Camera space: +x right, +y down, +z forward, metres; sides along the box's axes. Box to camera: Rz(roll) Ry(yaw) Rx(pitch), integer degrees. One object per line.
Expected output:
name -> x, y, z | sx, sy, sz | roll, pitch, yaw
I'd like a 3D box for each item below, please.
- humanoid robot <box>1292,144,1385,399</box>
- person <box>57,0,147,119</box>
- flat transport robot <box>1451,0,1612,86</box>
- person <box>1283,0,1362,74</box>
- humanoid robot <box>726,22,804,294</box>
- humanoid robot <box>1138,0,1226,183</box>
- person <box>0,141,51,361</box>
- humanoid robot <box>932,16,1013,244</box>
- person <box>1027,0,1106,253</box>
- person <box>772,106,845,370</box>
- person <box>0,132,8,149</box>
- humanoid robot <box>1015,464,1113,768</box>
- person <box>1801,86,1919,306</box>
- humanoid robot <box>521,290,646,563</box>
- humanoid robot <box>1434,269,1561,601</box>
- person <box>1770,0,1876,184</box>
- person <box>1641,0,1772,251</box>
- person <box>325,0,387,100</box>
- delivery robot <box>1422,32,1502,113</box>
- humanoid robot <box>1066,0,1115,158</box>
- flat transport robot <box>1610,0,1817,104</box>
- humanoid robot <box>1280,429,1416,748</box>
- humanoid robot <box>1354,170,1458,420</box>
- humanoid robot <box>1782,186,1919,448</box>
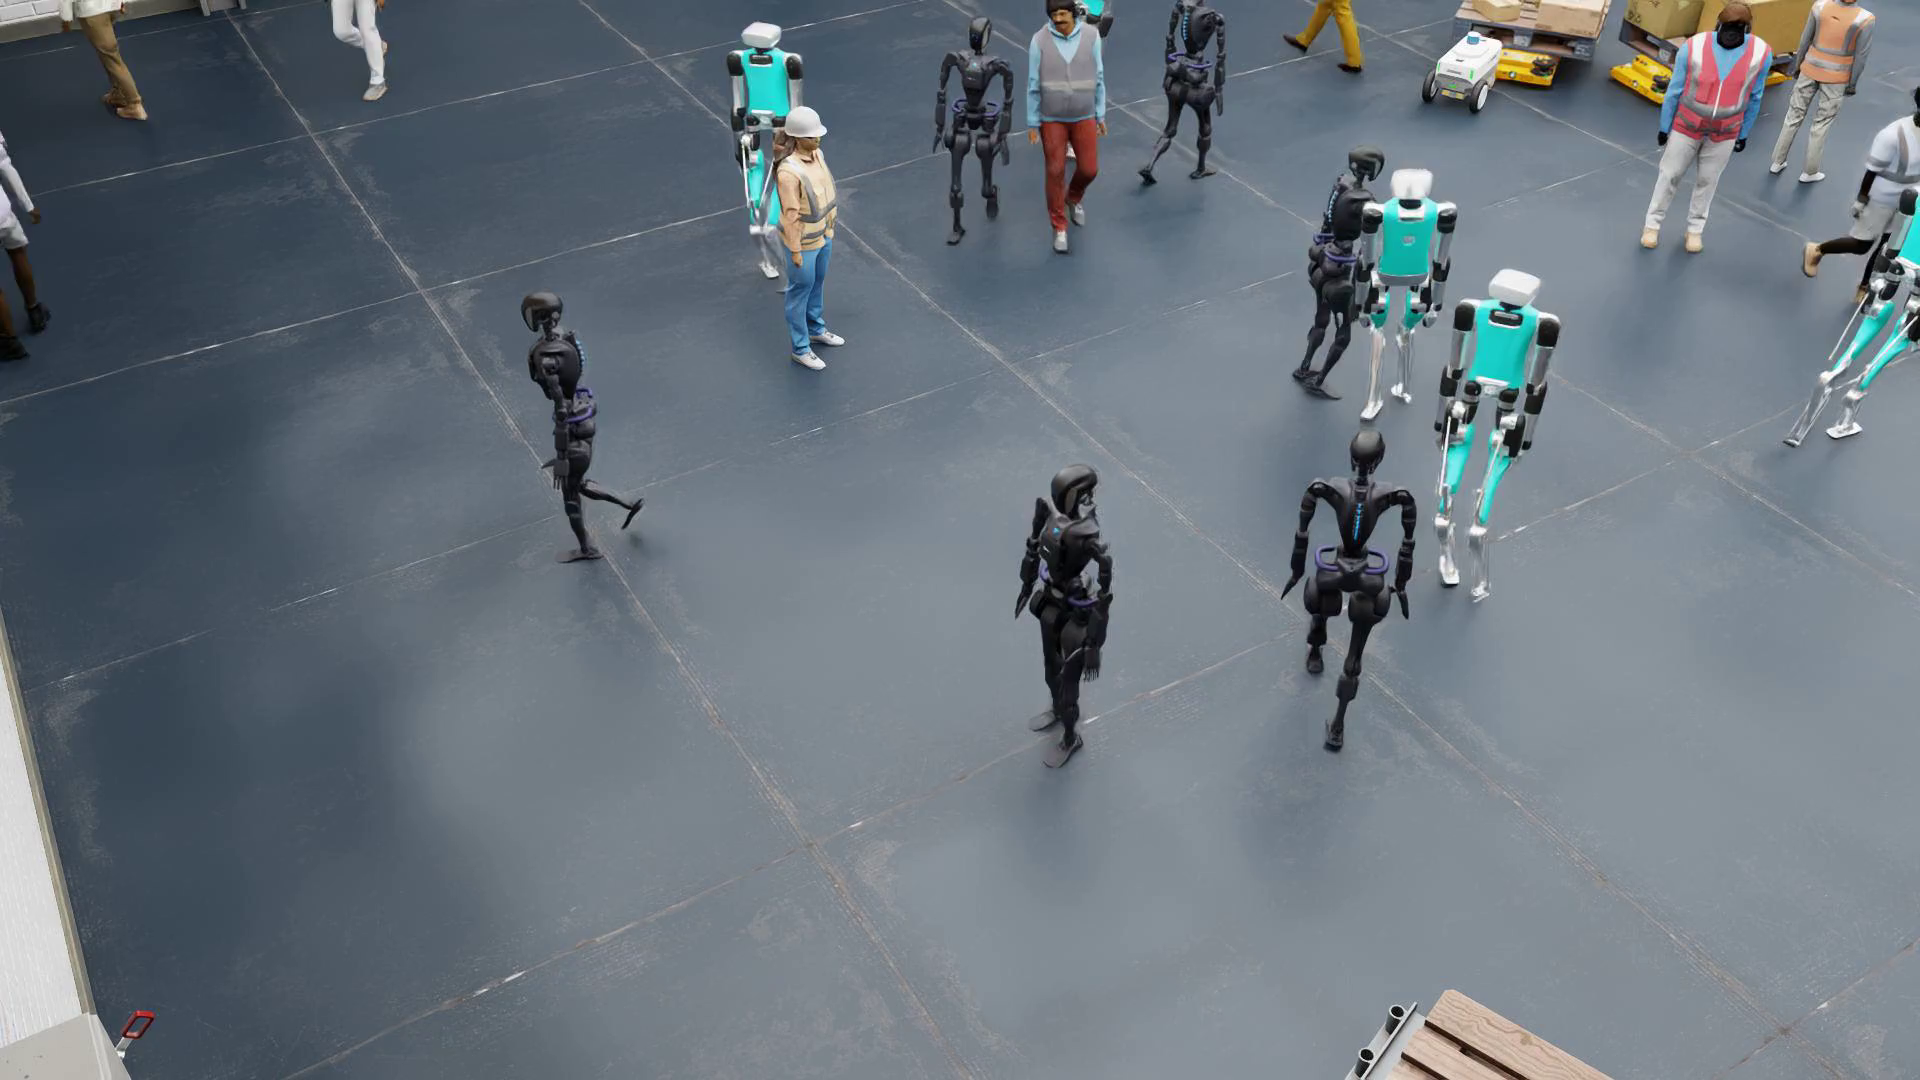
humanoid robot -> 2.332, -1.664, 10.260 | 0.334, 1.652, 0.609 | -8, 39, -10
person -> -7.097, -4.284, 13.498 | 0.655, 1.745, 0.546 | 9, 39, 11
flat transport robot -> 5.084, -4.461, 14.921 | 0.659, 0.231, 1.431 | 16, 41, 19
person -> 3.219, -4.933, 14.364 | 0.535, 1.675, 0.953 | -31, 48, -33
humanoid robot -> -1.339, -2.505, 11.270 | 0.595, 1.773, 0.856 | 9, 39, 11
humanoid robot -> 1.722, -3.467, 12.581 | 0.672, 1.652, 0.614 | -29, 47, -31
person -> -6.295, -2.109, 10.644 | 0.654, 1.892, 0.621 | -27, 46, -30
humanoid robot -> 0.096, -2.963, 11.902 | 0.585, 1.640, 0.552 | 8, 39, 10
person -> 0.756, -2.976, 11.755 | 0.570, 1.862, 0.552 | -2, 38, -3
person -> -0.980, -1.933, 10.555 | 0.363, 1.730, 0.485 | 14, 41, 17
person -> -7.889, -3.905, 12.951 | 0.373, 1.842, 0.568 | -23, 44, -27
humanoid robot -> 0.476, 0.339, 7.728 | 0.382, 1.654, 0.601 | -26, 45, -29
person -> 6.151, -2.331, 11.099 | 0.541, 1.674, 0.578 | -12, 40, -15
humanoid robot -> -2.024, -0.586, 8.906 | 0.481, 1.644, 0.611 | -5, 39, -7
humanoid robot -> 2.705, -0.468, 8.726 | 0.553, 1.791, 0.796 | 16, 41, 19
person -> 6.561, -3.518, 12.625 | 0.308, 1.641, 0.512 | -28, 46, -30
person -> 5.230, -2.892, 11.689 | 0.629, 1.834, 0.434 | 12, 40, 14
person -> -5.036, -4.636, 13.852 | 0.601, 1.868, 0.513 | 8, 39, 10
delivery robot -> 4.295, -3.989, 14.104 | 0.499, 0.606, 0.794 | 23, 44, 26
humanoid robot -> 0.826, -3.760, 12.925 | 0.782, 1.871, 0.532 | -12, 40, -14
flat transport robot -> 6.461, -4.095, 14.459 | 1.431, 0.231, 0.659 | -13, 40, -16
humanoid robot -> 1.871, 0.166, 7.979 | 0.613, 1.620, 0.777 | 7, 39, 8
humanoid robot -> 2.599, -1.501, 10.030 | 0.581, 1.798, 0.817 | 3, 39, 4
humanoid robot -> 5.330, -1.246, 9.767 | 0.800, 1.884, 0.545 | -15, 41, -18
